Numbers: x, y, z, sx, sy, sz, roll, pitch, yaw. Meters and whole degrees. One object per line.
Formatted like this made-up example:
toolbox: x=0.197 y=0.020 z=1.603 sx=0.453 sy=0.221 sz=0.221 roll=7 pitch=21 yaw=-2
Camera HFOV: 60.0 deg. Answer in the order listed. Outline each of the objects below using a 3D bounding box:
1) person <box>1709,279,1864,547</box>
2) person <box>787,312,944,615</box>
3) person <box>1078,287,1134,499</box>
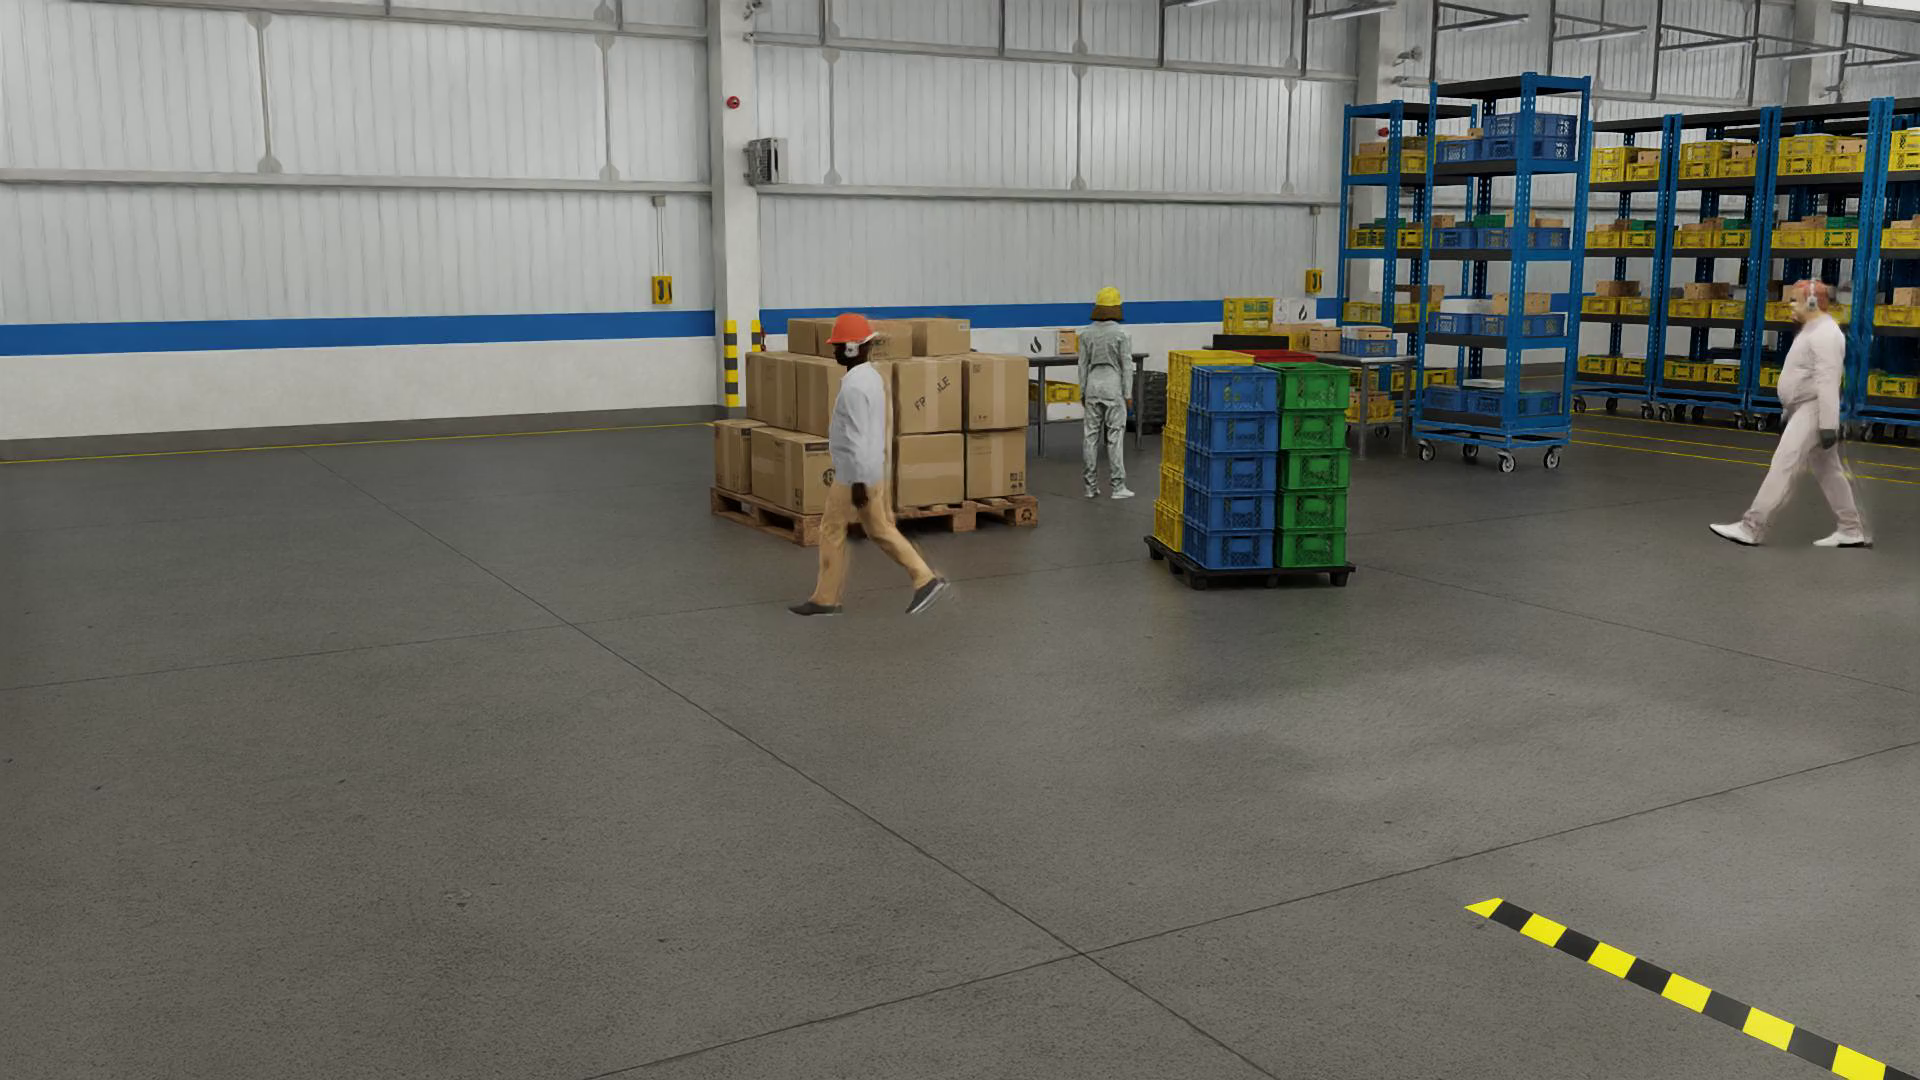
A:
person: x=5.793 y=-0.856 z=11.453 sx=1.012 sy=1.851 sz=0.664 roll=4 pitch=11 yaw=21
person: x=-0.520 y=-0.414 z=9.309 sx=0.840 sy=1.719 sz=0.573 roll=2 pitch=10 yaw=9
person: x=1.214 y=-1.214 z=13.763 sx=0.483 sy=1.745 sz=0.306 roll=6 pitch=12 yaw=32
